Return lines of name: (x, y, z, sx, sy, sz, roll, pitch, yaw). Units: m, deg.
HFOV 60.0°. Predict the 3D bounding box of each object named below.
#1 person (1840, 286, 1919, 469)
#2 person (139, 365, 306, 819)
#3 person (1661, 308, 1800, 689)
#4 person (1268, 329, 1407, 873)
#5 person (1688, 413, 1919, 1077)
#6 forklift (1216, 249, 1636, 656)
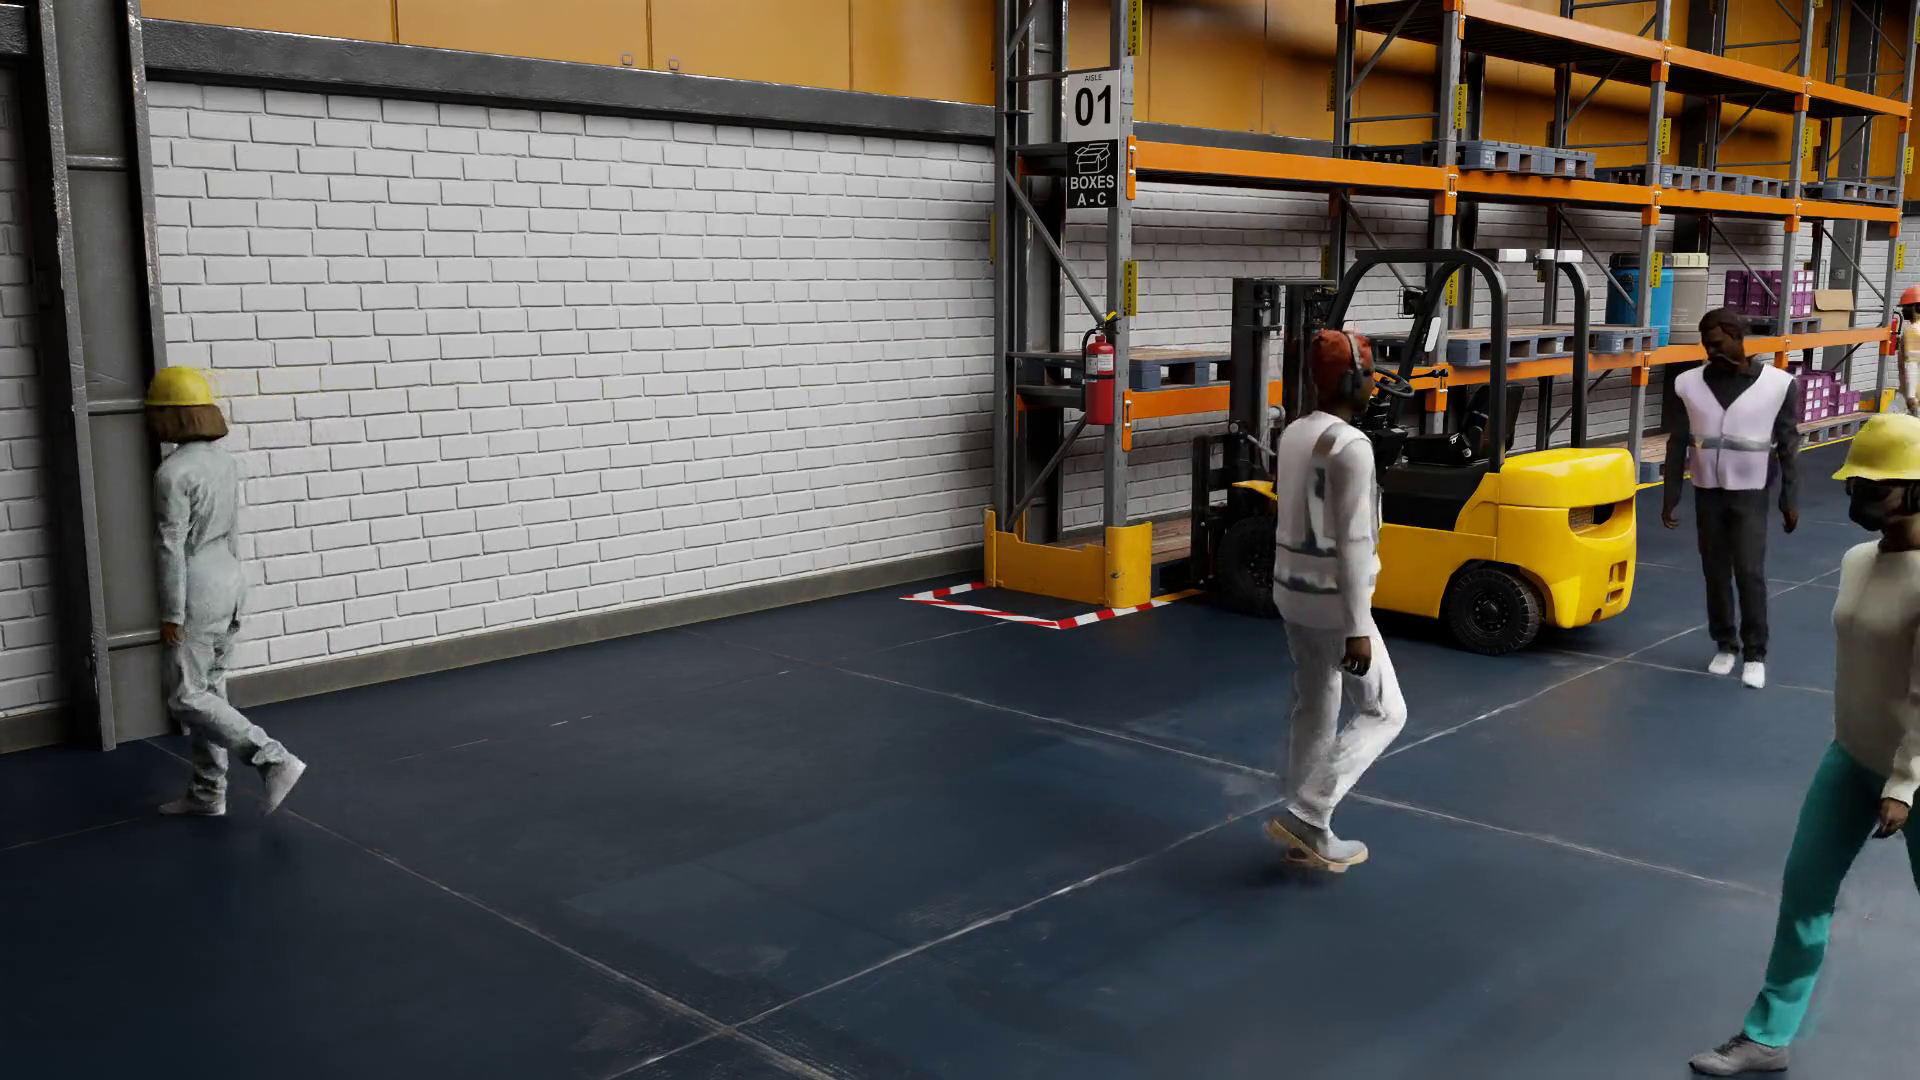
person: (8.935, -1.440, 15.766, 0.557, 1.893, 0.940, -6, 11, -31)
person: (-2.756, 0.220, 6.149, 0.560, 1.730, 0.483, 0, 9, 3)
person: (3.859, -0.217, 8.367, 0.623, 1.876, 0.668, 8, 12, 40)
person: (1.274, 0.230, 5.620, 0.420, 1.870, 0.616, -2, 9, -11)
person: (2.379, 0.542, 4.160, 0.902, 1.726, 0.535, -1, 9, -6)
forklift: (2.710, -0.584, 9.626, 2.313, 2.155, 1.214, 9, 13, 43)
